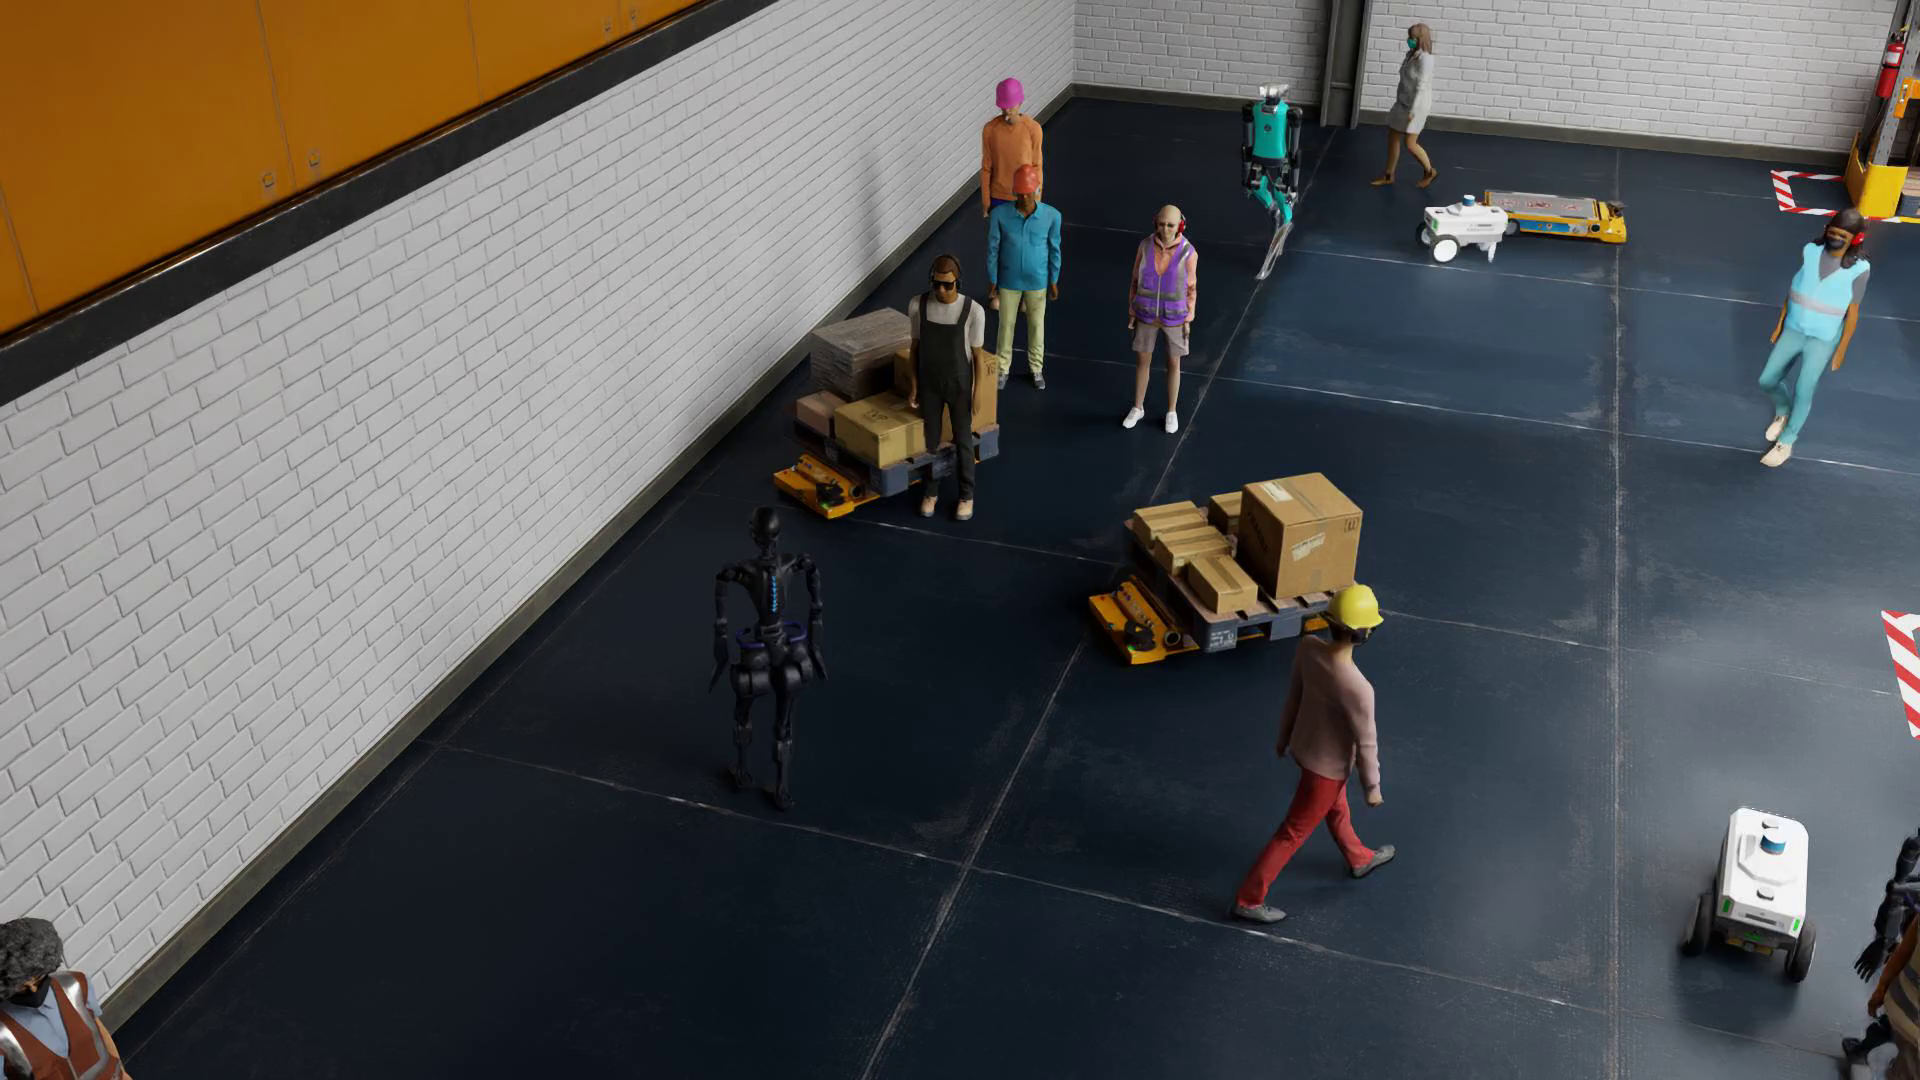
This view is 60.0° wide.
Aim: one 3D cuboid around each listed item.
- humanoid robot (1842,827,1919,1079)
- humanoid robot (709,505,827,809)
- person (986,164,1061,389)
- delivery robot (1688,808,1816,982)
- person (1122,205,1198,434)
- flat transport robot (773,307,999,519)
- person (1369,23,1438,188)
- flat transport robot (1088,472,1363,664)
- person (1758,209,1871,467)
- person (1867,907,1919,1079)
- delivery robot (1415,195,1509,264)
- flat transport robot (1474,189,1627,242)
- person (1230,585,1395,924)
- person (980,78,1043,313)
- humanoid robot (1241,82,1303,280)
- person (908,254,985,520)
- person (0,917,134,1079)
[{"bbox_3d":[3.891,1.562,6.575,0.595,1.657,0.320,1,30,1],"label":"humanoid robot"},{"bbox_3d":[-0.962,0.579,8.250,0.601,1.645,0.444,-11,32,-18],"label":"humanoid robot"},{"bbox_3d":[0.475,-1.972,12.514,0.559,1.751,0.324,1,30,1],"label":"person"},{"bbox_3d":[3.676,1.581,7.642,0.499,0.583,0.765,13,33,21],"label":"delivery robot"},{"bbox_3d":[1.442,-1.583,11.912,0.476,1.694,0.349,10,32,16],"label":"person"},{"bbox_3d":[-0.527,-0.557,11.573,1.431,0.231,0.659,-22,37,-33],"label":"flat transport robot"},{"bbox_3d":[4.527,-4.312,16.599,0.593,1.646,0.503,-7,31,-11],"label":"person"},{"bbox_3d":[1.557,0.383,9.973,1.431,0.231,0.659,-10,32,-16],"label":"flat transport robot"},{"bbox_3d":[5.836,-1.385,11.414,0.461,1.855,0.535,-21,37,-32],"label":"person"},{"bbox_3d":[3.577,1.798,6.130,0.924,1.724,0.466,-5,31,-8],"label":"person"},{"bbox_3d":[4.582,-2.844,15.174,0.759,0.588,0.525,-2,30,-3],"label":"delivery robot"},{"bbox_3d":[5.595,-3.092,15.886,1.431,0.231,0.659,8,31,13],"label":"flat transport robot"},{"bbox_3d":[1.666,0.976,7.544,0.946,1.707,0.554,-10,32,-17],"label":"person"},{"bbox_3d":[0.426,-2.856,13.810,0.521,1.972,0.405,5,31,8],"label":"person"},{"bbox_3d":[2.830,-3.232,14.703,0.548,1.787,0.931,16,34,25],"label":"humanoid robot"},{"bbox_3d":[-0.090,-0.987,10.764,0.499,1.839,0.343,9,32,15],"label":"person"},{"bbox_3d":[-3.107,1.999,5.819,0.299,1.688,0.456,17,35,27],"label":"person"}]
